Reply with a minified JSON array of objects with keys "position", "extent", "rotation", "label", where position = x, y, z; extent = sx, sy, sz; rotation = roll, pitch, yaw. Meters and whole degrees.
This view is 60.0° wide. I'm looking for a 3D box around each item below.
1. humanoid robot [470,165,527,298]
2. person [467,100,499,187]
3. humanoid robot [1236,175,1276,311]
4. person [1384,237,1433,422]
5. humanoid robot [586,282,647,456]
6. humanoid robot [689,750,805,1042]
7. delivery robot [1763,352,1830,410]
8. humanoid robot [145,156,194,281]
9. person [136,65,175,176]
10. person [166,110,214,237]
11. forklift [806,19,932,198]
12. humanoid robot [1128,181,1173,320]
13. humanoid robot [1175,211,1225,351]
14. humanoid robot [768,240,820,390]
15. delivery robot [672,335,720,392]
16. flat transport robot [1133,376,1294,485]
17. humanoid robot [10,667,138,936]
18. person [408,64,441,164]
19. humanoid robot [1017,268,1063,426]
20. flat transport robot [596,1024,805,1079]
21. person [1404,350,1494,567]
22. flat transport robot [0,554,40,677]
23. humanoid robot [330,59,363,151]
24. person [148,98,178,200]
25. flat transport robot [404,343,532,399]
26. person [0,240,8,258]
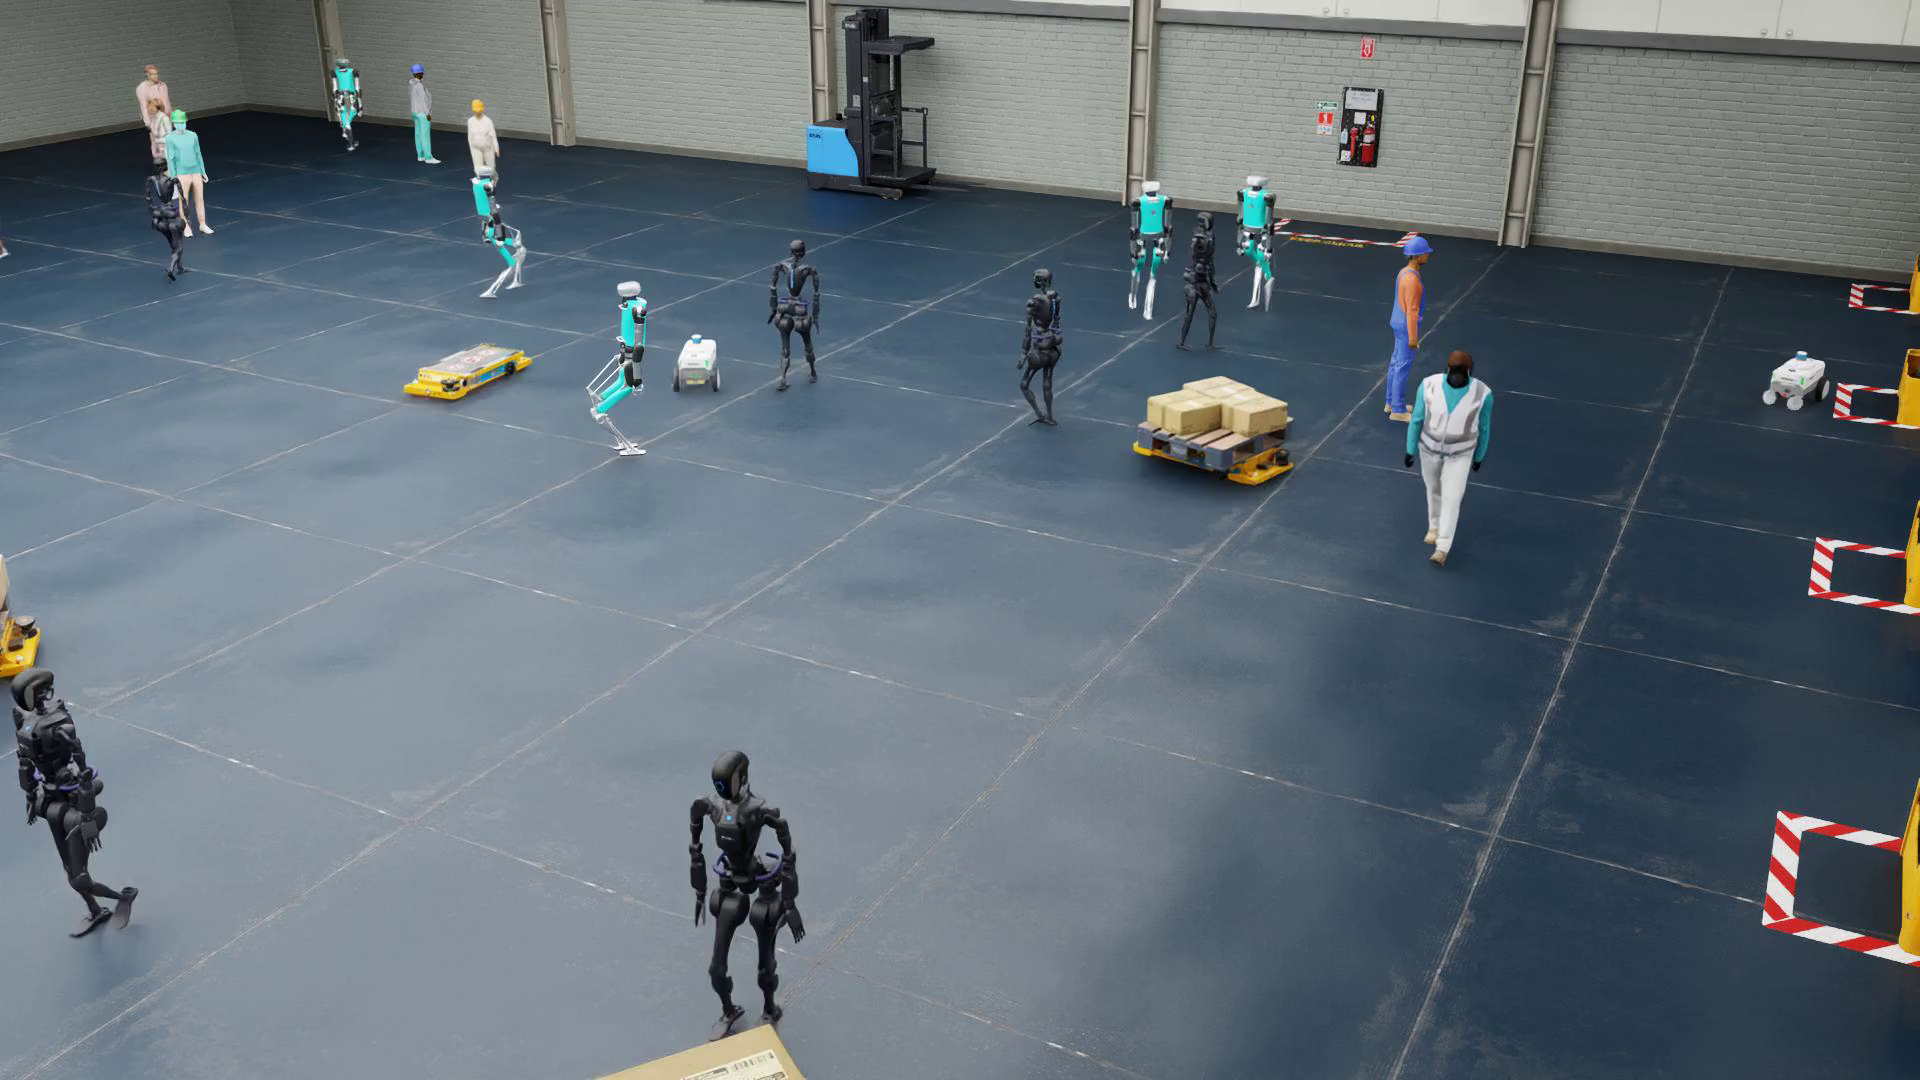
[{"position":[-5.955,-4.014,21.657],"extent":[0.937,1.760,0.543],"rotation":[-18,29,-35],"label":"humanoid robot"},{"position":[-7.847,-6.465,27.458],"extent":[0.475,1.659,0.666],"rotation":[-3,23,-7],"label":"person"},{"position":[3.823,-3.690,21.041],"extent":[0.539,1.894,0.729],"rotation":[19,30,38],"label":"humanoid robot"},{"position":[4.626,-2.179,17.158],"extent":[0.363,1.912,0.515],"rotation":[1,23,3],"label":"person"},{"position":[-3.319,-1.623,15.913],"extent":[0.735,1.676,0.533],"rotation":[-10,25,-21],"label":"humanoid robot"},{"position":[-1.050,1.771,8.258],"extent":[0.601,1.650,0.349],"rotation":[7,24,15],"label":"humanoid robot"},{"position":[8.972,-1.720,17.827],"extent":[0.520,0.613,0.784],"rotation":[20,30,38],"label":"delivery robot"},{"position":[-10.801,-4.371,22.590],"extent":[0.603,1.635,0.710],"rotation":[3,23,6],"label":"humanoid robot"},{"position":[-14.062,-7.369,29.247],"extent":[0.413,1.908,0.639],"rotation":[8,25,19],"label":"person"},{"position":[-11.574,-5.503,24.943],"extent":[0.362,1.871,0.516],"rotation":[22,31,41],"label":"person"},{"position":[-1.573,-7.292,27.850],"extent":[1.873,2.768,1.129],"rotation":[12,26,25],"label":"forklift"},{"position":[2.318,-3.654,20.884],"extent":[0.549,1.823,0.880],"rotation":[-3,23,-6],"label":"humanoid robot"},{"position":[2.827,-2.998,19.359],"extent":[0.561,1.644,0.601],"rotation":[15,28,32],"label":"humanoid robot"},{"position":[-1.822,-2.484,18.199],"extent":[0.619,1.637,0.609],"rotation":[5,24,11],"label":"humanoid robot"},{"position":[-2.893,-1.948,18.346],"extent":[0.499,0.603,0.803],"rotation":[0,23,-1],"label":"delivery robot"},{"position":[2.455,-0.857,16.159],"extent":[1.431,0.231,0.659],"rotation":[20,30,39],"label":"flat transport robot"},{"position":[-4.865,1.417,9.075],"extent":[0.591,1.643,0.382],"rotation":[11,26,24],"label":"humanoid robot"},{"position":[-9.836,-7.783,30.373],"extent":[0.358,1.778,0.532],"rotation":[-18,29,-36],"label":"person"},{"position":[0.838,-1.968,16.956],"extent":[0.334,1.644,0.588],"rotation":[18,29,35],"label":"humanoid robot"},{"position":[-0.949,3.239,6.622],"extent":[0.659,0.231,1.431],"rotation":[-1,23,-1],"label":"flat transport robot"},{"position":[4.038,-0.705,13.876],"extent":[0.628,1.792,0.963],"rotation":[12,26,26],"label":"person"},{"position":[-7.532,0.893,12.083],"extent":[1.431,0.231,0.659],"rotation":[-9,25,-20],"label":"flat transport robot"},{"position":[-11.484,-8.071,31.091],"extent":[0.539,1.725,1.014],"rotation":[0,23,0],"label":"humanoid robot"},{"position":[-13.135,-6.460,27.468],"extent":[0.536,1.636,0.327],"rotation":[20,30,38],"label":"person"},{"position":[-5.475,-1.886,18.554],"extent":[0.659,0.231,1.431],"rotation":[9,25,20],"label":"flat transport robot"},{"position":[-14.020,-4.853,23.534],"extent":[0.781,1.784,0.568],"rotation":[5,24,11],"label":"person"}]
